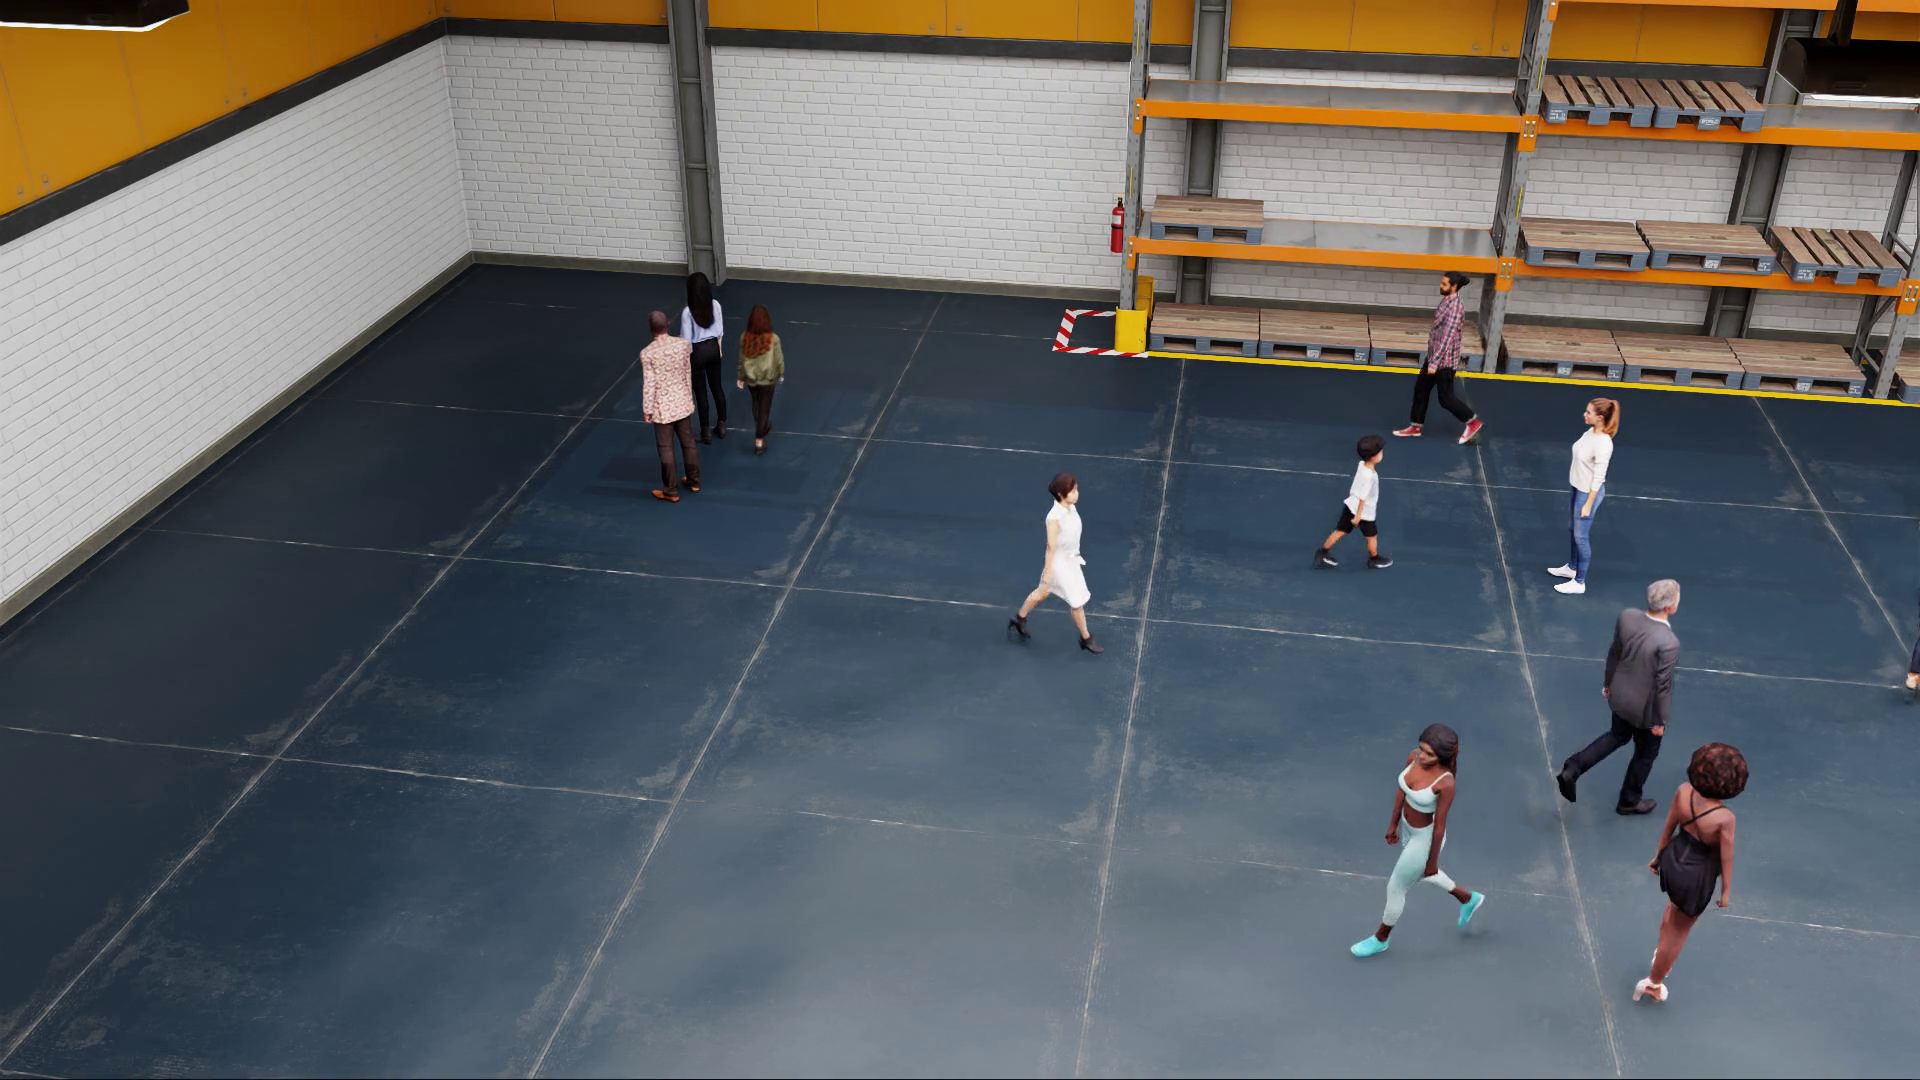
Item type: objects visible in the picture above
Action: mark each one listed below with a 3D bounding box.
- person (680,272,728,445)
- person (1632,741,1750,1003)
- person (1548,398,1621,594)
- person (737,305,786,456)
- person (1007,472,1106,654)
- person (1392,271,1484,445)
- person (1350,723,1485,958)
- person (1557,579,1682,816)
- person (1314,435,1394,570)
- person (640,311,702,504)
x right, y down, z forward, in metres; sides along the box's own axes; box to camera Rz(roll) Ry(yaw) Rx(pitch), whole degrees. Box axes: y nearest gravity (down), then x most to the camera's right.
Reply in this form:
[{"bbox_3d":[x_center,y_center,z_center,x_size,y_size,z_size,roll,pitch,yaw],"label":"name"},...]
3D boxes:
[{"bbox_3d":[-2.501,-1.786,16.269,0.750,1.744,0.732,25,37,38],"label":"person"},{"bbox_3d":[4.051,1.936,9.413,0.790,1.775,0.738,-13,31,-22],"label":"person"},{"bbox_3d":[5.161,-0.374,13.707,0.512,1.719,0.614,4,29,7],"label":"person"},{"bbox_3d":[-1.942,-1.518,16.084,0.763,1.451,0.682,7,29,13],"label":"person"},{"bbox_3d":[0.706,0.180,12.903,1.041,1.517,0.610,8,30,15],"label":"person"},{"bbox_3d":[4.790,-1.765,16.225,1.126,1.750,0.813,-1,29,-2],"label":"person"},{"bbox_3d":[2.785,1.760,9.818,1.150,1.697,0.878,-6,29,-11],"label":"person"},{"bbox_3d":[4.414,1.070,10.953,1.117,1.821,0.975,-8,30,-14],"label":"person"},{"bbox_3d":[3.324,-0.296,14.069,0.943,1.235,0.652,-3,29,-6],"label":"person"},{"bbox_3d":[-2.641,-1.222,15.166,0.775,1.810,0.803,-25,37,-38],"label":"person"}]
